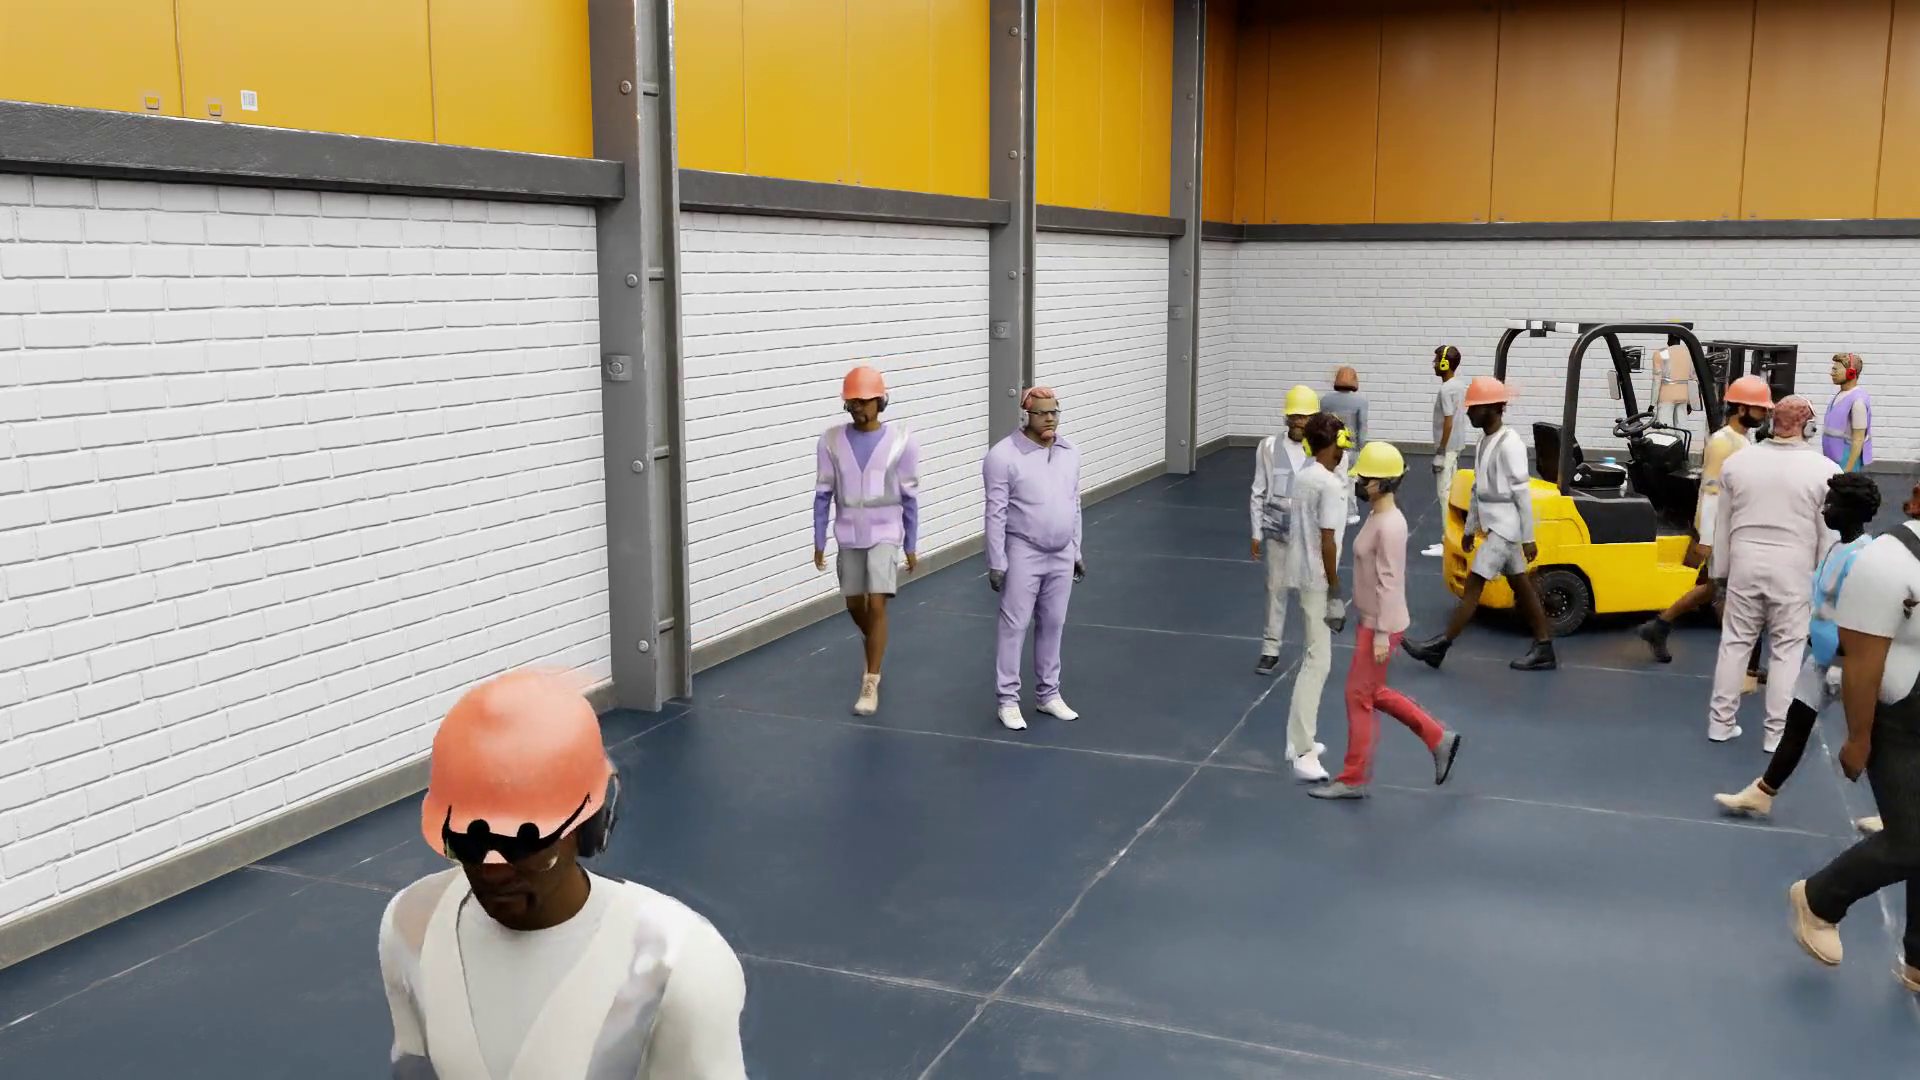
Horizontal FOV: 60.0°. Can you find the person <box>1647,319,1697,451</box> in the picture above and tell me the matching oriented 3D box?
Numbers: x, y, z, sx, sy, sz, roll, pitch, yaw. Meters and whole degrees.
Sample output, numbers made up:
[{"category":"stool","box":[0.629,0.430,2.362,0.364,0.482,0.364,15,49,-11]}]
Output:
[{"category":"person","box":[8.619,-1.710,20.146,0.588,1.927,0.370,-2,10,-10]}]

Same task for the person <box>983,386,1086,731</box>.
[{"category":"person","box":[0.440,0.095,9.273,0.651,1.906,0.403,-6,11,-33]}]

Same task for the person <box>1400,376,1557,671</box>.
[{"category":"person","box":[3.334,-0.088,10.483,1.017,1.869,0.560,0,9,3]}]

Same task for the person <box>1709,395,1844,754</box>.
[{"category":"person","box":[4.327,0.181,8.828,0.404,1.891,0.646,-9,13,-44]}]

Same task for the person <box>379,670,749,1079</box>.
[{"category":"person","box":[-0.569,1.140,2.637,0.612,2.013,0.689,4,10,23]}]

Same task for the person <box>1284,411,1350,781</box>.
[{"category":"person","box":[1.835,0.272,8.467,0.322,1.823,0.769,0,9,1]}]

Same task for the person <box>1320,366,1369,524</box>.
[{"category":"person","box":[3.738,-0.905,16.292,0.515,1.587,0.873,5,11,28]}]

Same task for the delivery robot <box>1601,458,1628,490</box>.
[{"category":"delivery robot","box":[6.797,-0.621,17.412,0.477,0.478,0.707,-4,10,-24]}]

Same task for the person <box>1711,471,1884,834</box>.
[{"category":"person","box":[3.961,0.513,7.512,0.861,1.647,0.544,2,10,13]}]

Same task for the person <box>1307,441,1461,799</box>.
[{"category":"person","box":[2.051,0.395,7.940,0.664,1.746,0.526,1,9,6]}]

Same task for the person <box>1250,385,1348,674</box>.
[{"category":"person","box":[2.103,-0.051,10.389,0.599,1.827,0.404,3,10,20]}]

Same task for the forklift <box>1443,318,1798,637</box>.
[{"category":"forklift","box":[4.706,-0.497,11.990,2.313,2.155,1.214,-2,10,-10]}]

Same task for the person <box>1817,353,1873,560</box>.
[{"category":"person","box":[7.354,-0.629,13.839,0.390,1.846,0.564,2,10,11]}]

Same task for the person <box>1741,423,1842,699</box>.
[{"category":"person","box":[4.923,0.131,9.819,0.702,1.669,0.551,-4,10,-21]}]

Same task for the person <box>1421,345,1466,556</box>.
[{"category":"person","box":[4.298,-0.783,14.709,0.309,1.868,0.534,5,11,30]}]

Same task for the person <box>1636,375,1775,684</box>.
[{"category":"person","box":[4.719,-0.086,10.395,0.869,1.910,0.561,7,12,38]}]

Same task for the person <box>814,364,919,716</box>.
[{"category":"person","box":[-0.533,-0.043,9.823,0.620,2.014,0.950,2,10,10]}]

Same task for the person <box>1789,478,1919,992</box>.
[{"category":"person","box":[3.355,0.611,5.741,0.688,2.000,0.627,-4,10,-23]}]
